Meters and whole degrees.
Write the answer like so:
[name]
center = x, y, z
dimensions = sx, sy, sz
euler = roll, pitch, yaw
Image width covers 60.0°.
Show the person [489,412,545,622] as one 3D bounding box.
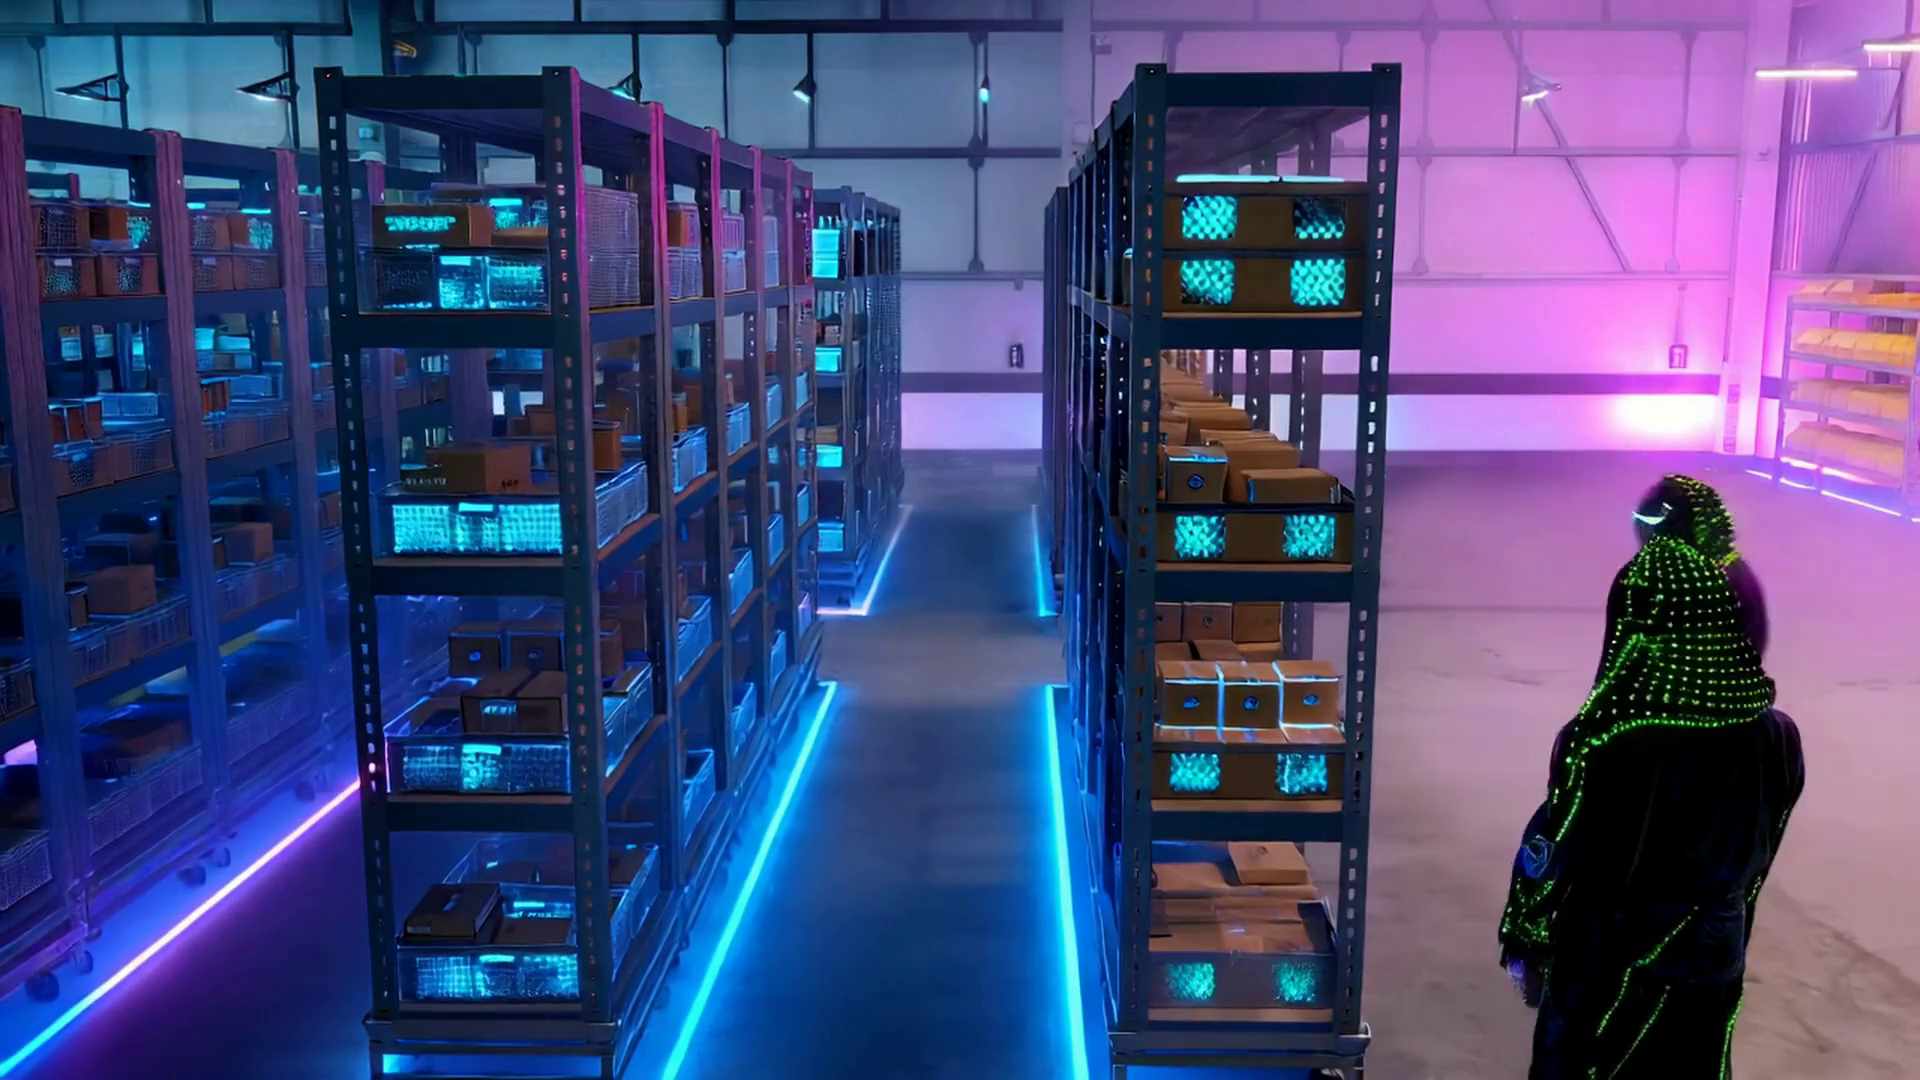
[person]
center = -3.705, -0.159, 13.456
dimensions = 0.579, 1.821, 0.601
euler = 0, 10, 1
